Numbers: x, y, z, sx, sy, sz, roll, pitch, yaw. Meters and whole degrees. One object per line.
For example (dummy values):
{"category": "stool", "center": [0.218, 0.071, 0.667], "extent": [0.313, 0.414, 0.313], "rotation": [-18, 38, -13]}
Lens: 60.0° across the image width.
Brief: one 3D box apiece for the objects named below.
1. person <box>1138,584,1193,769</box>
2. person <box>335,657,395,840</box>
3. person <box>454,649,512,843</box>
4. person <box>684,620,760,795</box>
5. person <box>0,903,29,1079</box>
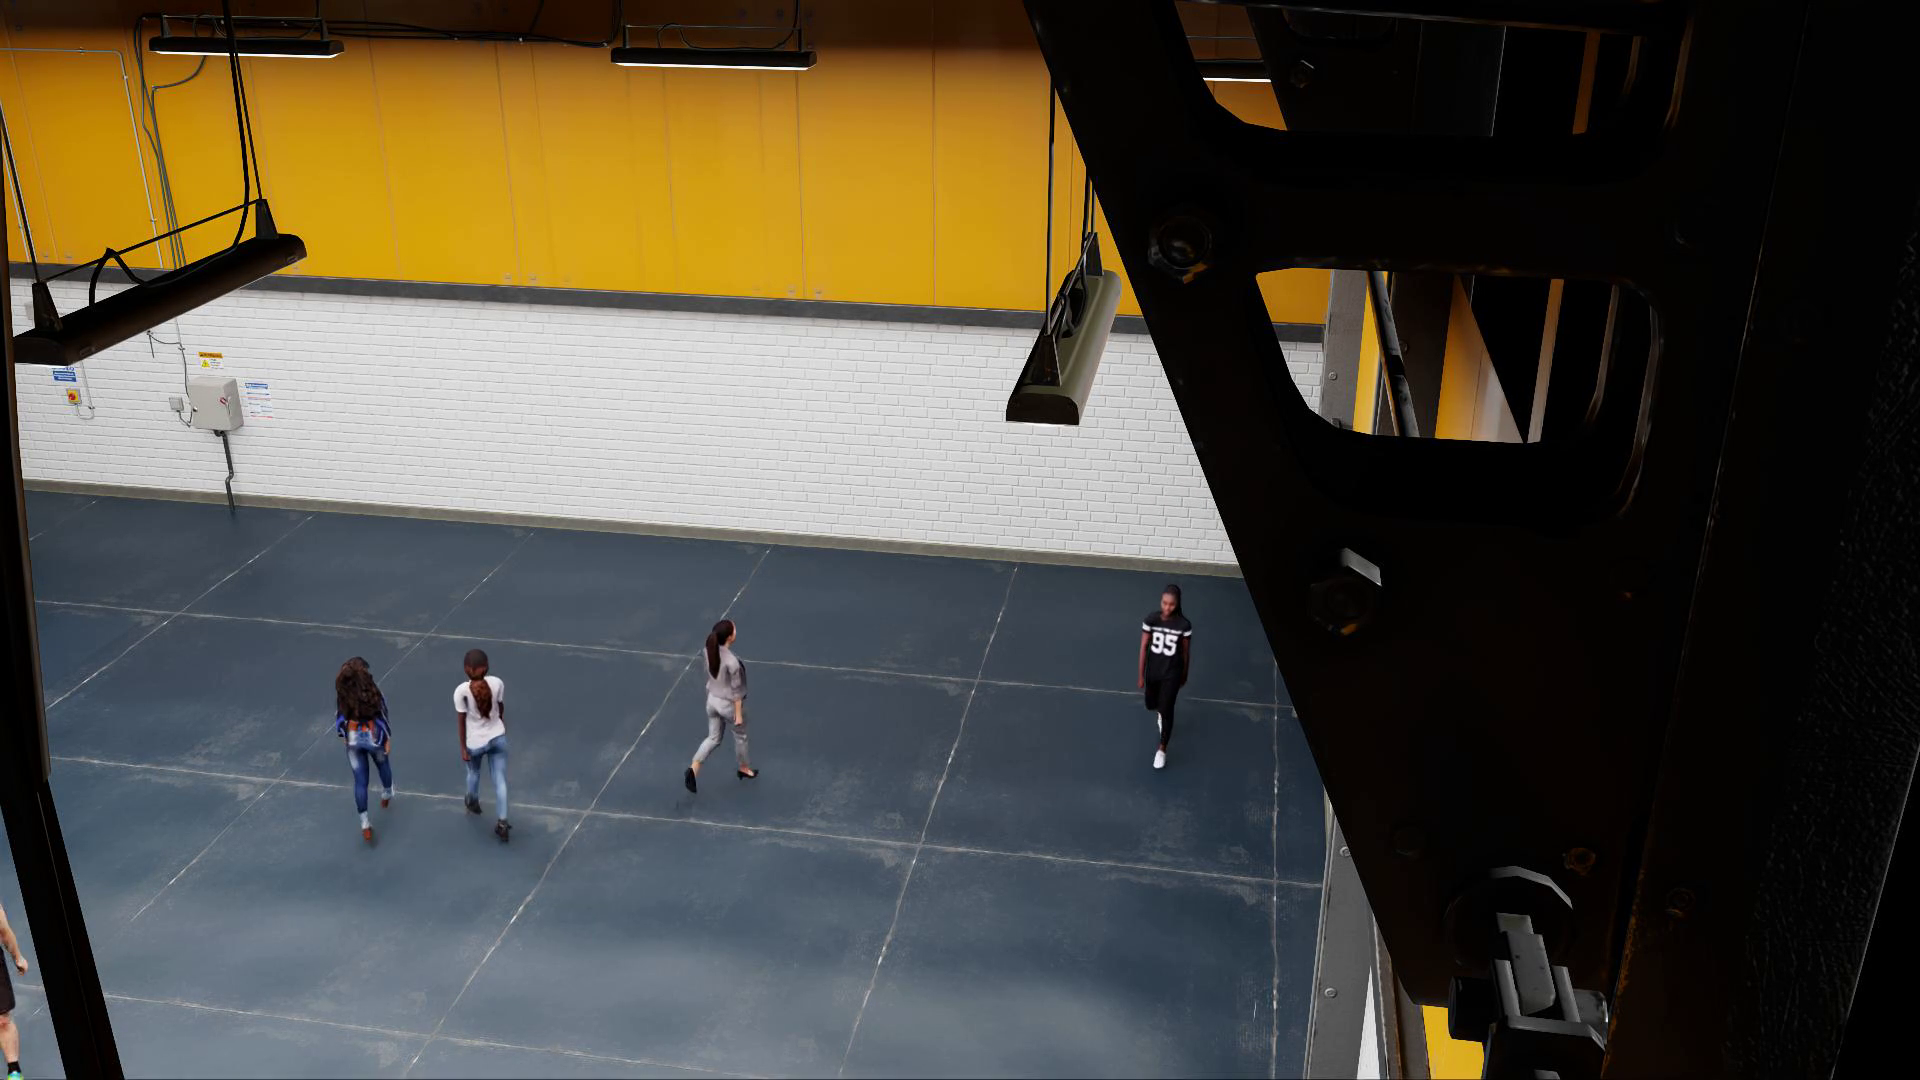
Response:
{"category": "person", "center": [1.893, 1.199, 15.352], "extent": [0.703, 1.705, 1.047], "rotation": [7, 25, 16]}
{"category": "person", "center": [-5.081, 1.780, 14.170], "extent": [0.839, 1.587, 1.094], "rotation": [-3, 24, -8]}
{"category": "person", "center": [-3.978, 1.764, 14.079], "extent": [0.986, 1.688, 1.076], "rotation": [-15, 28, -30]}
{"category": "person", "center": [-2.148, 1.514, 14.699], "extent": [0.950, 1.650, 1.123], "rotation": [19, 30, 37]}
{"category": "person", "center": [-6.733, 2.872, 11.337], "extent": [1.190, 1.855, 1.269], "rotation": [-16, 28, -32]}
